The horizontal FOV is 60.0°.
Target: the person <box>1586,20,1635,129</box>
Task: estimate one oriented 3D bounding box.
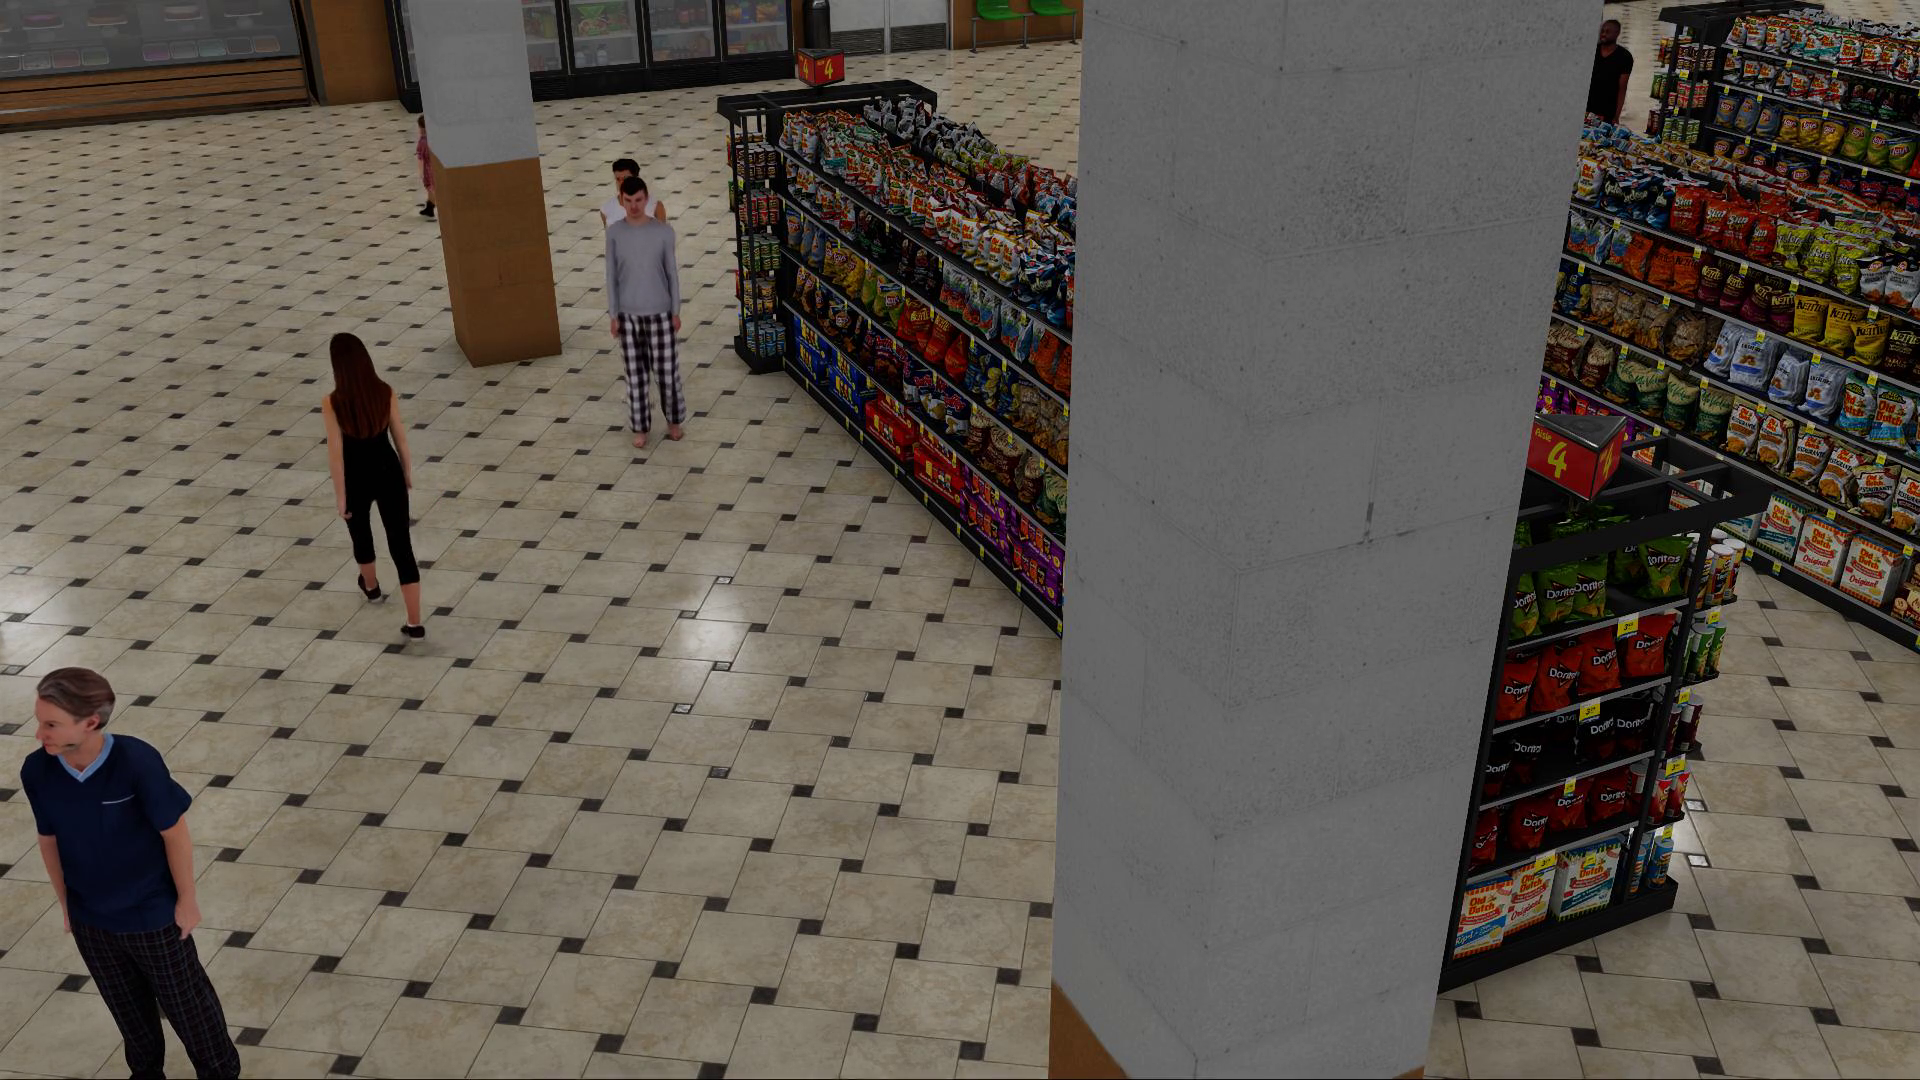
[{"bbox_3d":[6.399,-4.289,16.686,0.638,1.819,0.797,21,34,35],"label":"person"}]

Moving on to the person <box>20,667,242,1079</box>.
[{"bbox_3d":[-2.861,1.243,5.720,0.736,1.870,0.716,1,27,2],"label":"person"}]

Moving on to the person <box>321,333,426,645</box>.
[{"bbox_3d":[-3.090,-0.235,8.843,0.689,1.681,1.184,-16,31,-29],"label":"person"}]

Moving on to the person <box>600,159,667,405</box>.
[{"bbox_3d":[-2.264,-1.896,12.065,0.992,1.730,1.251,1,27,3],"label":"person"}]

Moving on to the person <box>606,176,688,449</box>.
[{"bbox_3d":[-2.135,-1.559,11.269,0.720,1.850,0.726,-2,27,-3],"label":"person"}]
